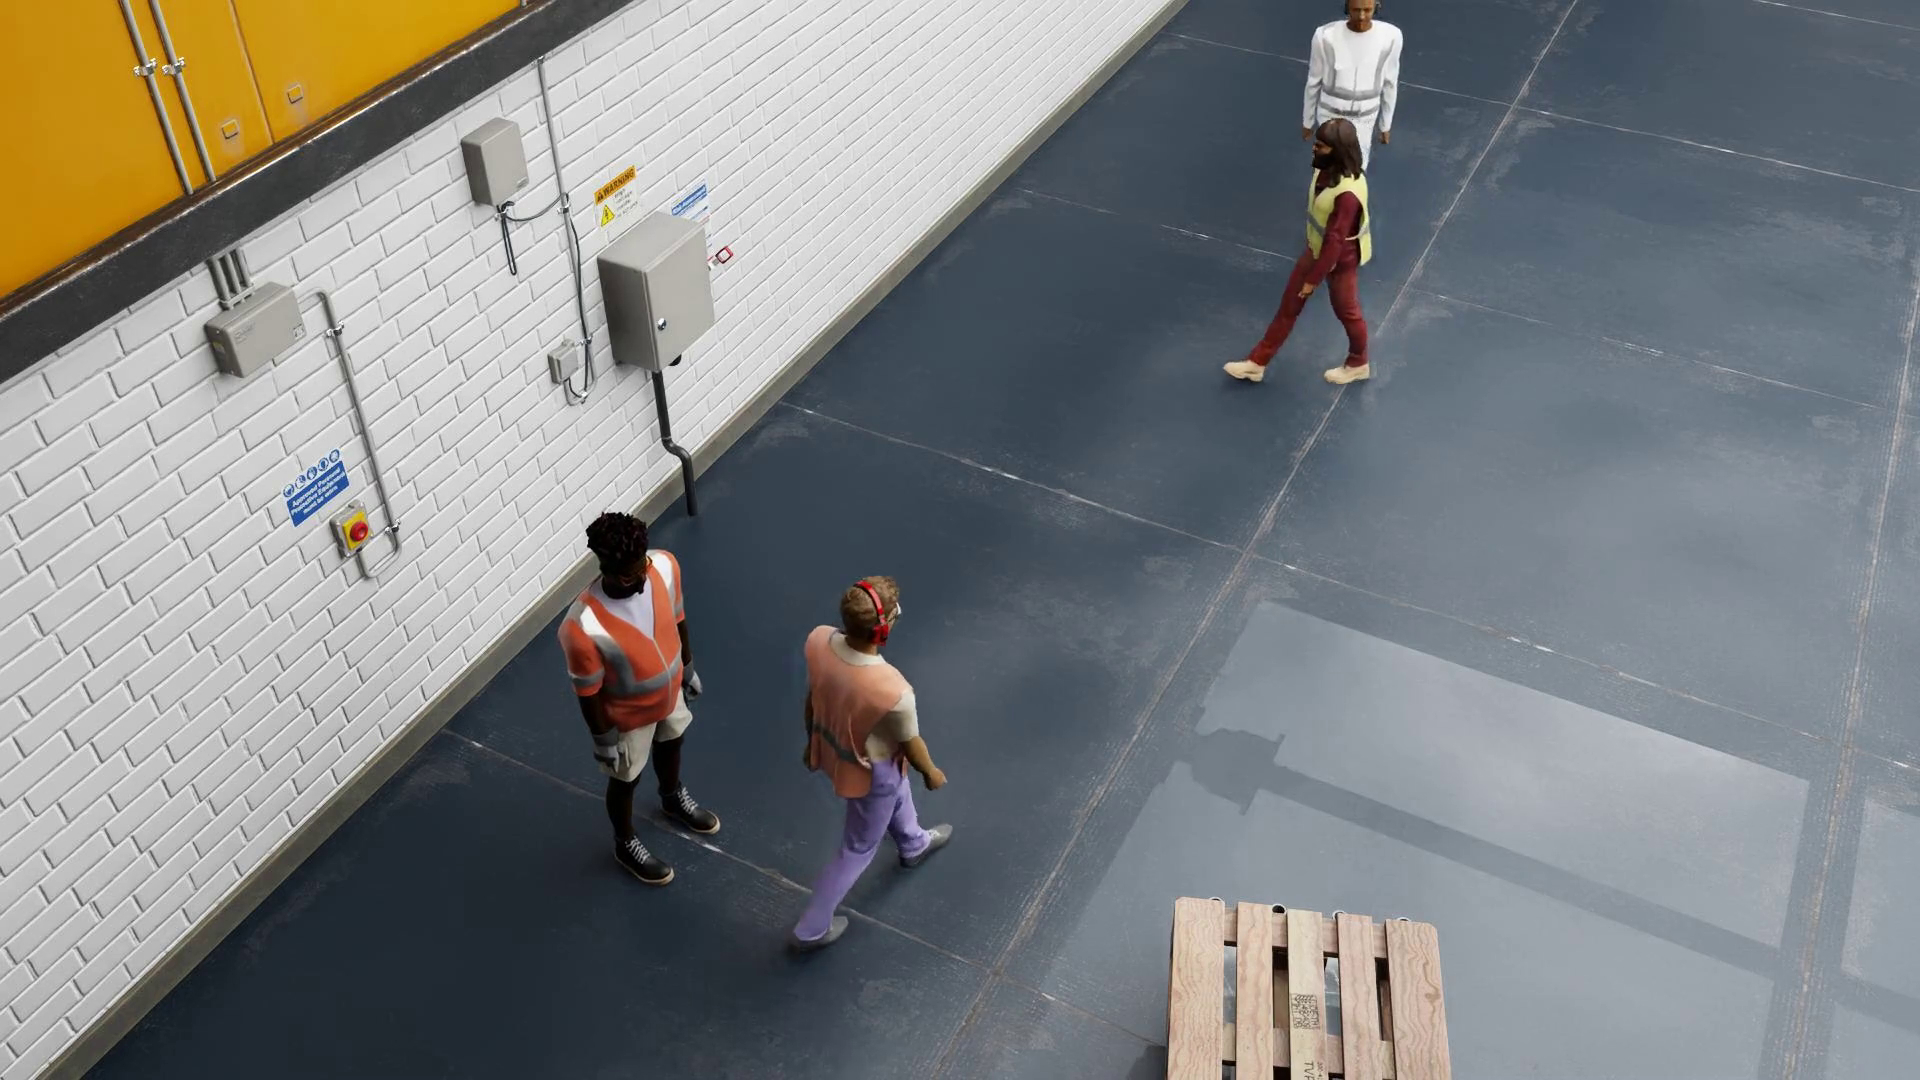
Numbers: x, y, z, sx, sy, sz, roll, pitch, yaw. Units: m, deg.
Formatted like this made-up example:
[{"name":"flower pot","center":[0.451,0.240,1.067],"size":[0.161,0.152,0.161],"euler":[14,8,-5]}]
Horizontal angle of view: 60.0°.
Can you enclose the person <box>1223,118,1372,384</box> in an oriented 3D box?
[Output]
[{"name":"person","center":[2.084,-1.612,9.597],"size":[0.922,1.719,0.479],"euler":[-11,42,-13]}]

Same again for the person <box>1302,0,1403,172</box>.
[{"name":"person","center":[2.512,-2.775,10.836],"size":[0.581,1.858,0.755],"euler":[3,41,3]}]

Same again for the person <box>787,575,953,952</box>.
[{"name":"person","center":[-0.392,0.883,6.641],"size":[0.924,1.794,0.552],"euler":[-25,47,-26]}]

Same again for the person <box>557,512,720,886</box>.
[{"name":"person","center":[-1.306,0.641,6.811],"size":[0.379,1.958,0.597],"euler":[23,46,25]}]
